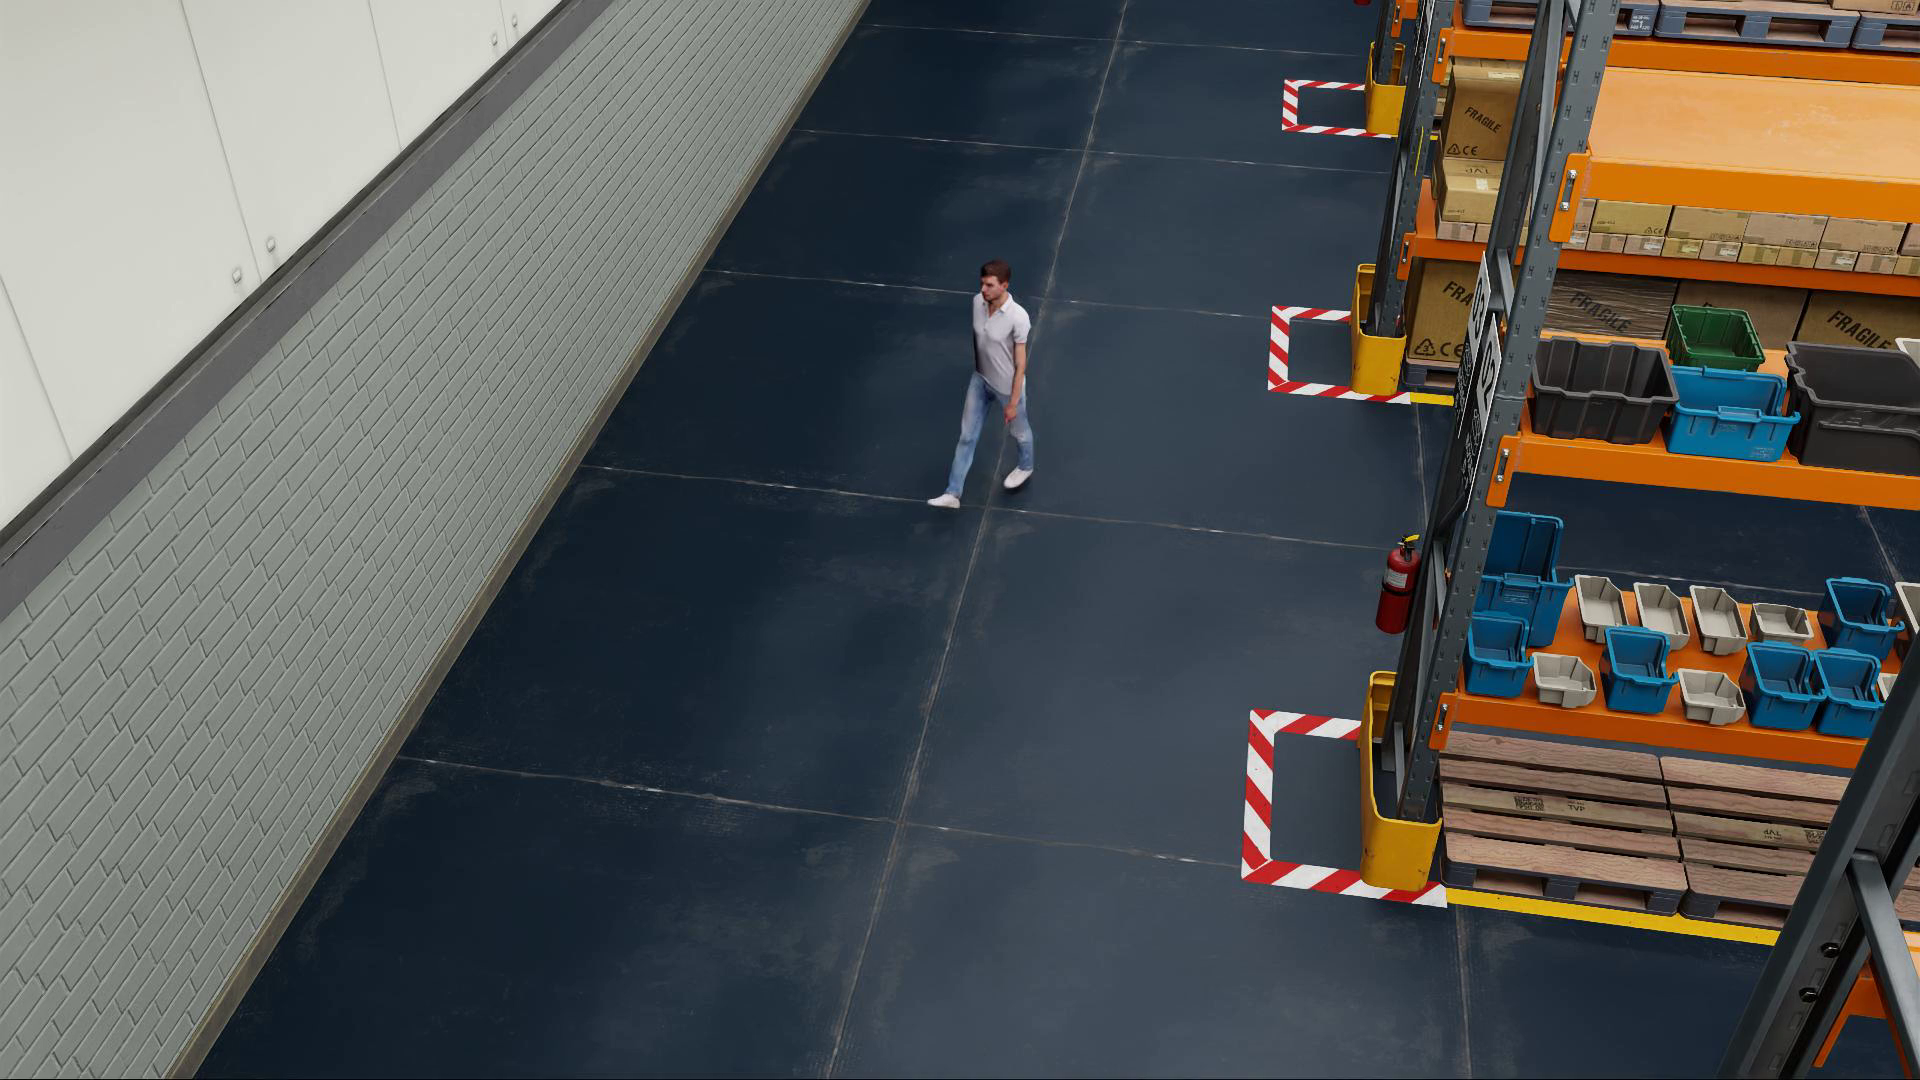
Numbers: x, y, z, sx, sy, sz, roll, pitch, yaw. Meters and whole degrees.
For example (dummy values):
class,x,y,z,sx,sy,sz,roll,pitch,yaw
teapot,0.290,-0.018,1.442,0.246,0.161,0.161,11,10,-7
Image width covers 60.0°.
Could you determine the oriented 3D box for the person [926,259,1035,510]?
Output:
class,x,y,z,sx,sy,sz,roll,pitch,yaw
person,0.326,-1.062,11.148,1.224,1.801,1.149,29,46,32
